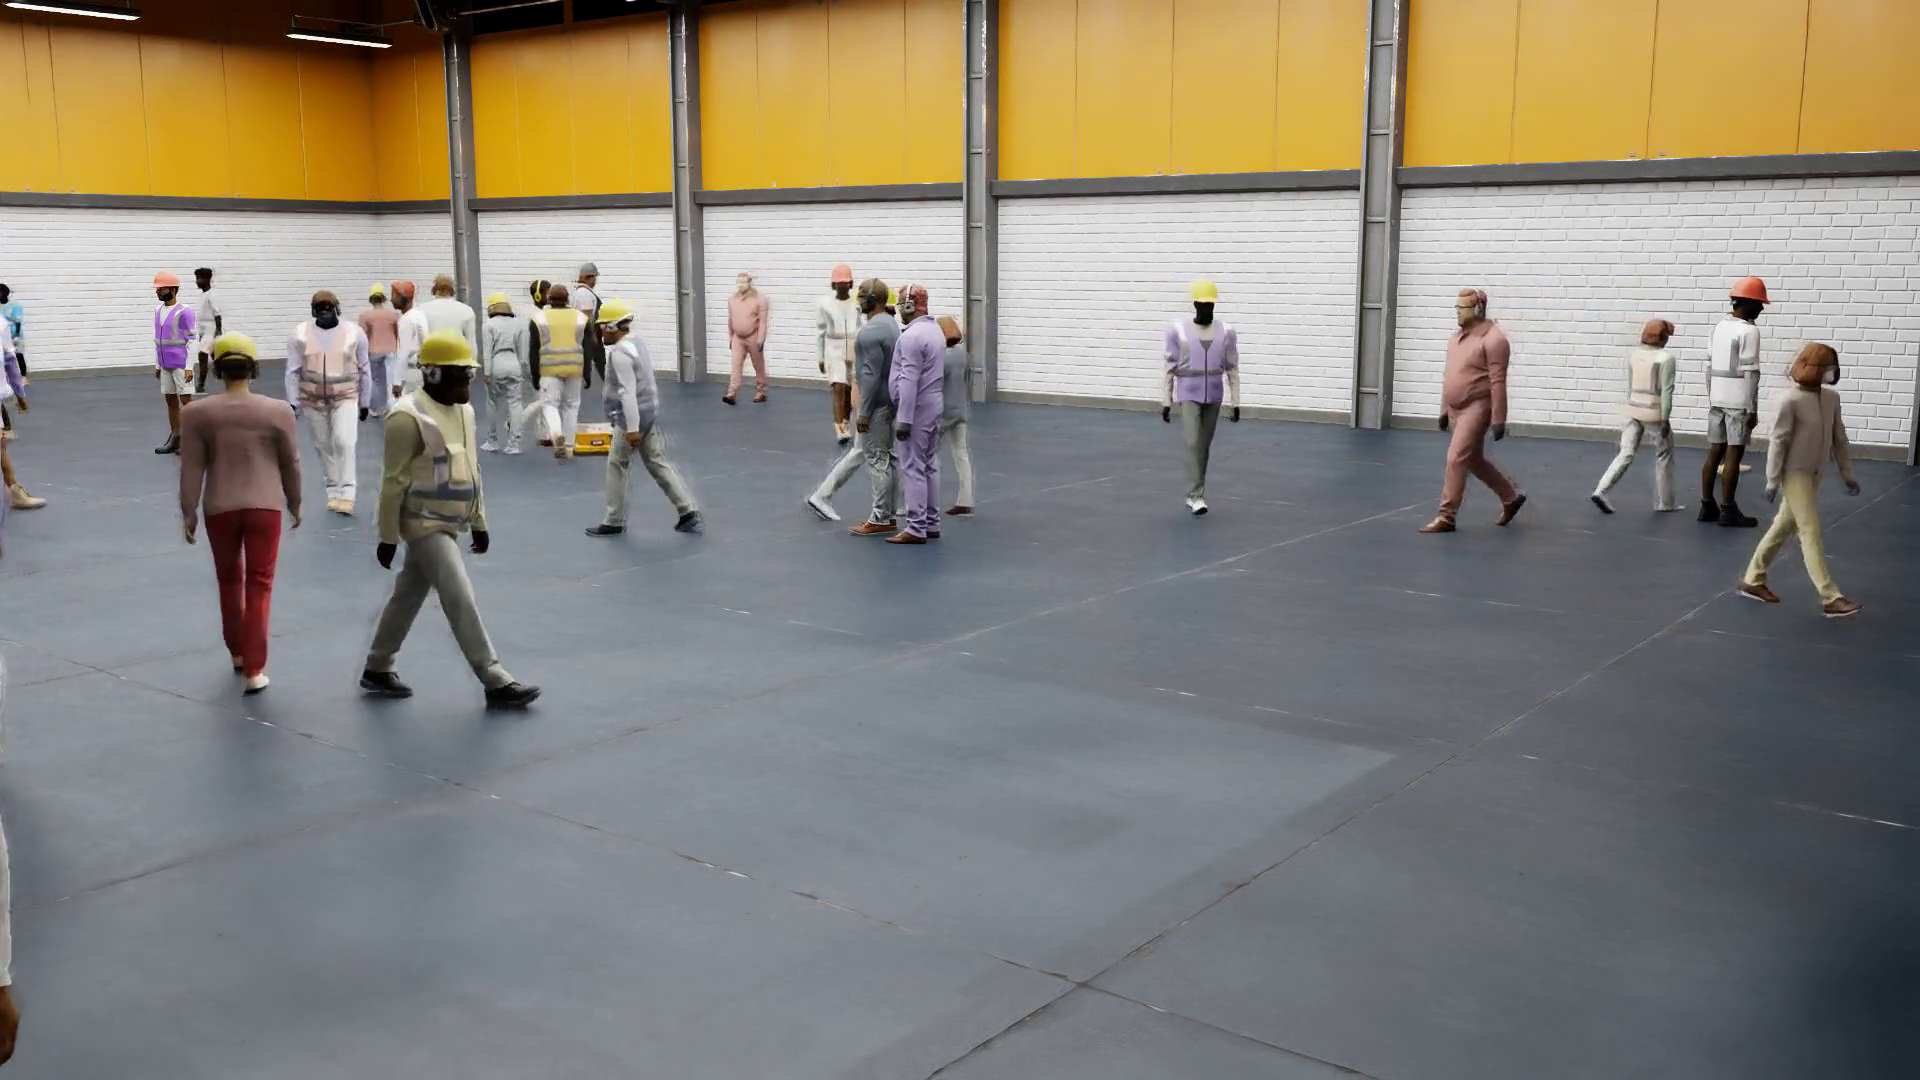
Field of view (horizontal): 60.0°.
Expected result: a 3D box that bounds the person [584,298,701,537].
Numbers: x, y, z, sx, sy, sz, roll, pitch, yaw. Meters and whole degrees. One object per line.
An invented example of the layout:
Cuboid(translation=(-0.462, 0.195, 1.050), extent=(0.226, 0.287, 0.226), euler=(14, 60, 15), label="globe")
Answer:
Cuboid(translation=(-2.363, -0.906, 12.452), extent=(0.834, 1.791, 0.623), euler=(0, 10, 2), label="person")

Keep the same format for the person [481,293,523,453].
Cuboid(translation=(-4.897, -1.778, 17.728), extent=(0.505, 1.689, 0.725), euler=(-9, 13, -42), label="person")

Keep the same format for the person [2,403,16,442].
Cuboid(translation=(-10.989, -1.882, 18.480), extent=(0.803, 1.652, 0.545), euler=(-6, 11, -30), label="person")

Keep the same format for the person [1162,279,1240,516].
Cuboid(translation=(1.989, -1.135, 13.418), extent=(0.612, 1.893, 0.871), euler=(-2, 10, -11), label="person")

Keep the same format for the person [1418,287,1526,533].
Cuboid(translation=(3.960, -0.991, 12.697), extent=(0.917, 1.873, 0.654), euler=(-3, 10, -15), label="person")

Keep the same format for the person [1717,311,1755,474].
Cuboid(translation=(7.491, -1.552, 16.027), extent=(0.506, 1.839, 0.343), euler=(-8, 13, -39), label="person")

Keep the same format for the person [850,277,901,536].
Cuboid(translation=(-0.633, -0.993, 12.483), extent=(0.373, 1.940, 0.630), euler=(2, 10, 12), label="person")

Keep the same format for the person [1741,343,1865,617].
Cuboid(translation=(5.016, -0.360, 9.806), extent=(0.514, 1.583, 0.852), euler=(-6, 11, -30), label="person")

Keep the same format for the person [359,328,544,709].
Cuboid(translation=(-2.451, -0.098, 7.766), extent=(0.982, 1.774, 0.604), euler=(2, 10, 10), label="person")

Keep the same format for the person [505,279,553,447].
Cuboid(translation=(-4.642, -1.905, 18.091), extent=(0.603, 1.844, 0.556), euler=(-5, 11, -27), label="person")

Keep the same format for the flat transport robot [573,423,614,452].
Cuboid(translation=(-3.963, -1.126, 18.108), extent=(0.652, 0.197, 1.431), euler=(-2, 10, -12), label="flat transport robot")

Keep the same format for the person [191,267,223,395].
Cuboid(translation=(-11.315, -3.176, 25.228), extent=(0.949, 1.931, 0.612), euler=(-8, 12, -38), label="person")

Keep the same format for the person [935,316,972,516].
Cuboid(translation=(-0.171, -0.999, 13.450), extent=(0.669, 1.606, 0.531), euler=(6, 12, 32), label="person")

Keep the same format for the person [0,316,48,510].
Cuboid(translation=(-8.118, -1.247, 13.819), extent=(1.038, 1.995, 0.626), euler=(2, 10, 14), label="person")

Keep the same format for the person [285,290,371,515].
Cuboid(translation=(-5.122, -1.099, 13.464), extent=(0.628, 1.809, 0.813), euler=(-2, 10, -10), label="person")

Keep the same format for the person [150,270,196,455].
Cuboid(translation=(-8.292, -1.860, 17.534), extent=(0.543, 1.939, 0.359), euler=(5, 11, 25), label="person")

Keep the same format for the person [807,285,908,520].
Cuboid(translation=(-0.745, -1.089, 13.234), extent=(0.984, 1.879, 0.590), euler=(-2, 10, -9), label="person")

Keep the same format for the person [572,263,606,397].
Cuboid(translation=(-5.468, -3.120, 24.571), extent=(1.042, 2.000, 0.699), euler=(-2, 10, -10), label="person")

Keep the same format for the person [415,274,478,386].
Cuboid(translation=(-5.369, -1.796, 17.293), extent=(0.639, 1.895, 0.921), euler=(-5, 11, -26), label="person")

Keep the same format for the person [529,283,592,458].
Cuboid(translation=(-4.068, -1.707, 16.998), extent=(0.633, 1.821, 0.697), euler=(-4, 10, -22), label="person")

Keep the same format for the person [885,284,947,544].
Cuboid(translation=(-0.324, -0.920, 12.203), extent=(0.401, 1.894, 0.654), euler=(3, 10, 16), label="person")

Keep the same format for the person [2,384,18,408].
Cuboid(translation=(-13.426, -2.701, 22.712), extent=(0.956, 1.848, 0.586), euler=(-6, 12, -32), label="person")

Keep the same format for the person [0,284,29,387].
Cuboid(translation=(-15.005, -3.193, 26.103), extent=(0.552, 1.640, 0.898), euler=(1, 10, 6), label="person")

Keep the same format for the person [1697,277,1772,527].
Cuboid(translation=(6.048, -1.070, 12.954), extent=(0.377, 1.928, 0.551), euler=(-2, 10, -9), label="person")

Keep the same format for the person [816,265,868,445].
Cuboid(translation=(-1.295, -2.080, 18.694), extent=(0.618, 1.993, 1.040), euler=(-2, 10, -13), label="person")

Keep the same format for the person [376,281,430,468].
Cuboid(translation=(-5.379, -1.570, 16.101), extent=(0.854, 1.846, 0.594), euler=(-1, 10, -6), label="person")

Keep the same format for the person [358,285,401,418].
Cuboid(translation=(-7.329, -2.361, 21.101), extent=(0.543, 1.720, 0.918), euler=(-4, 11, -22), label="person")

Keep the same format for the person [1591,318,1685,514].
Cuboid(translation=(5.548, -1.002, 13.534), extent=(0.837, 1.601, 0.522), euler=(-4, 11, -23), label="person")

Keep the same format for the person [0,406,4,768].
Cuboid(translation=(-4.196, 0.000, 6.763), extent=(0.585, 1.921, 0.646), euler=(7, 12, 34), label="person")

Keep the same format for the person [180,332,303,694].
Cuboid(translation=(-3.512, -0.152, 8.206), extent=(0.530, 1.733, 0.813), euler=(-2, 10, -12), label="person")

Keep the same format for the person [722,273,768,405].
Cuboid(translation=(-3.015, -2.833, 23.457), extent=(0.668, 1.844, 1.045), euler=(3, 10, 19), label="person")
